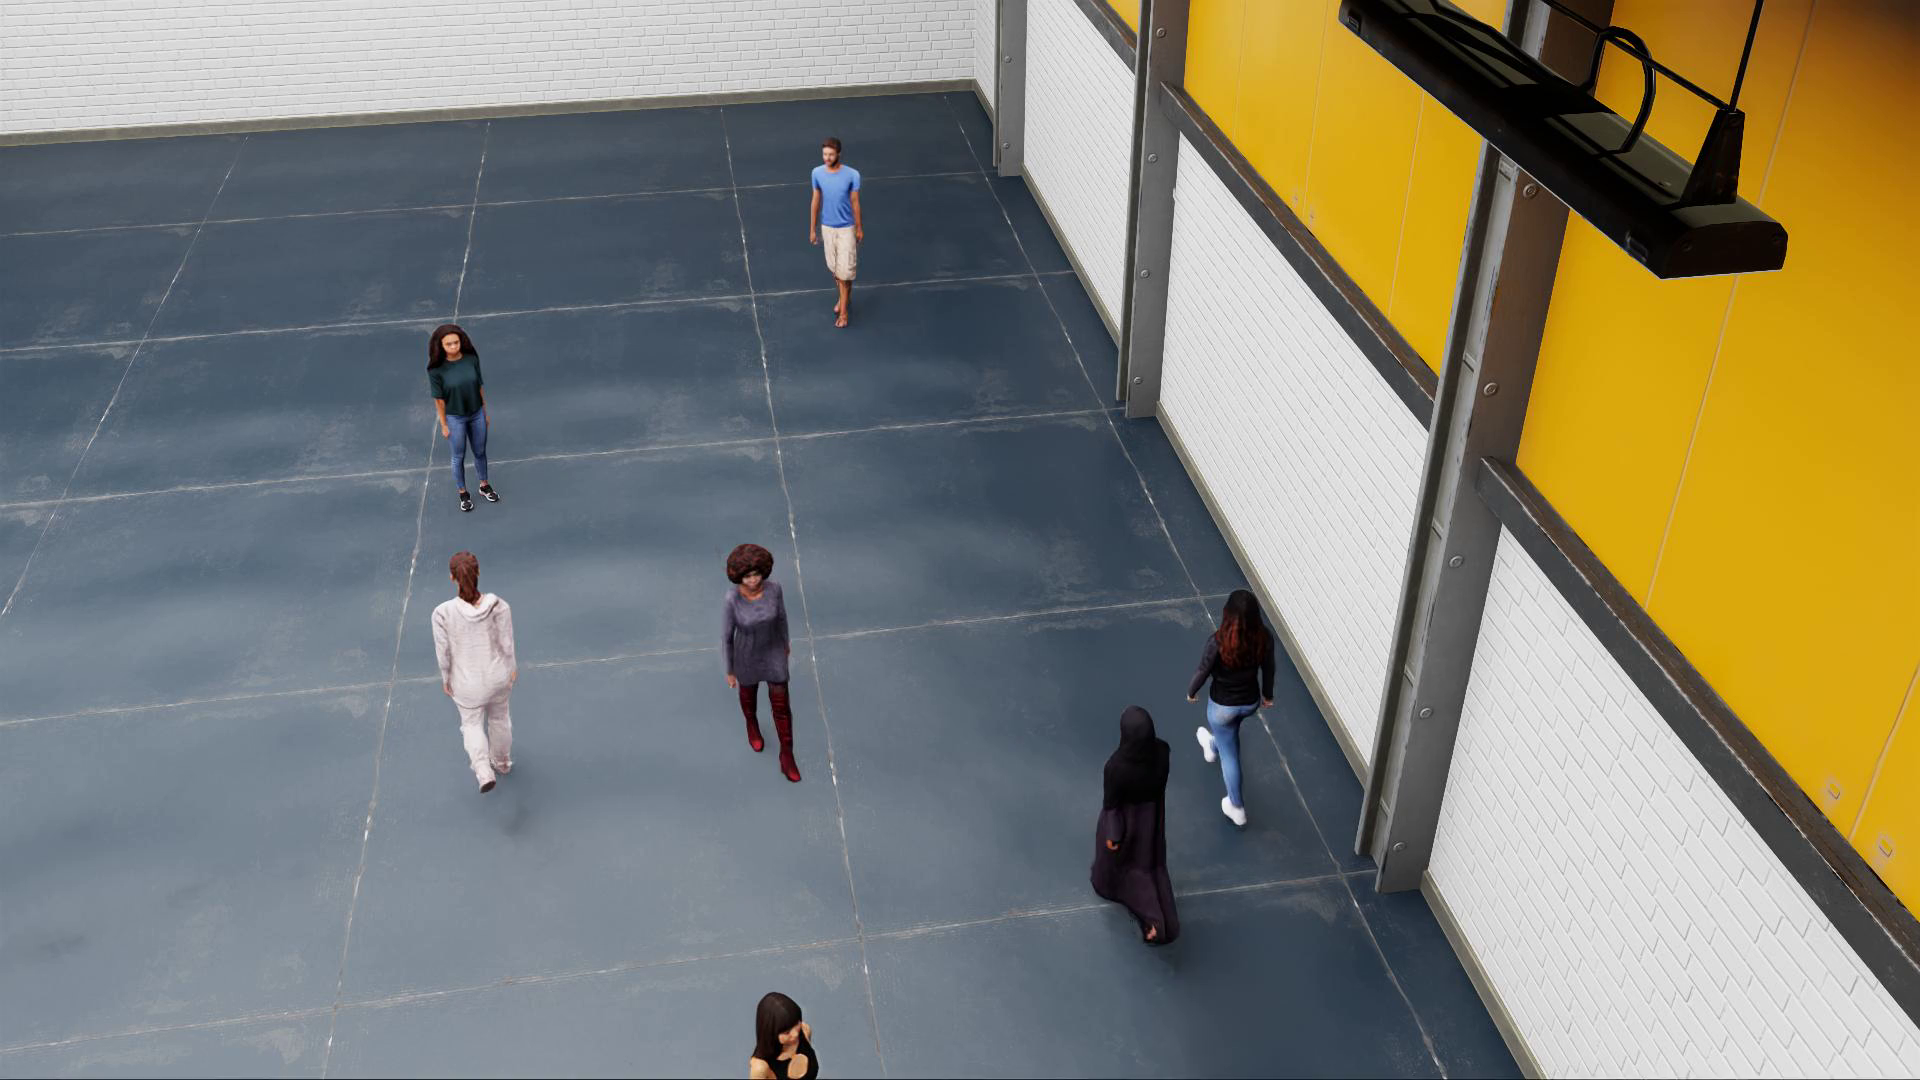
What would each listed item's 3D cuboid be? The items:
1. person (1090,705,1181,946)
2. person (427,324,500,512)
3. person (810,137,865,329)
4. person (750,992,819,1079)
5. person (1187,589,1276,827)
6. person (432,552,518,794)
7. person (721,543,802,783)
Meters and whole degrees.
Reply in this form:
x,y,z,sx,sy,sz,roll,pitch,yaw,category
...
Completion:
x,y,z,sx,sy,sz,roll,pitch,yaw,category
1.035,1.637,9.530,0.692,1.590,1.110,-10,35,-15,person
-4.027,-1.016,13.499,0.699,1.616,0.725,-22,39,-29,person
-1.173,-3.118,16.458,0.906,1.842,1.065,9,35,14,person
-0.820,2.724,7.841,0.668,1.650,0.609,22,39,29,person
1.736,1.068,10.384,0.754,1.592,1.113,-10,35,-15,person
-3.027,0.901,10.571,0.694,1.665,0.879,-11,35,-16,person
-1.342,0.710,10.840,0.741,1.685,0.990,-12,36,-18,person
